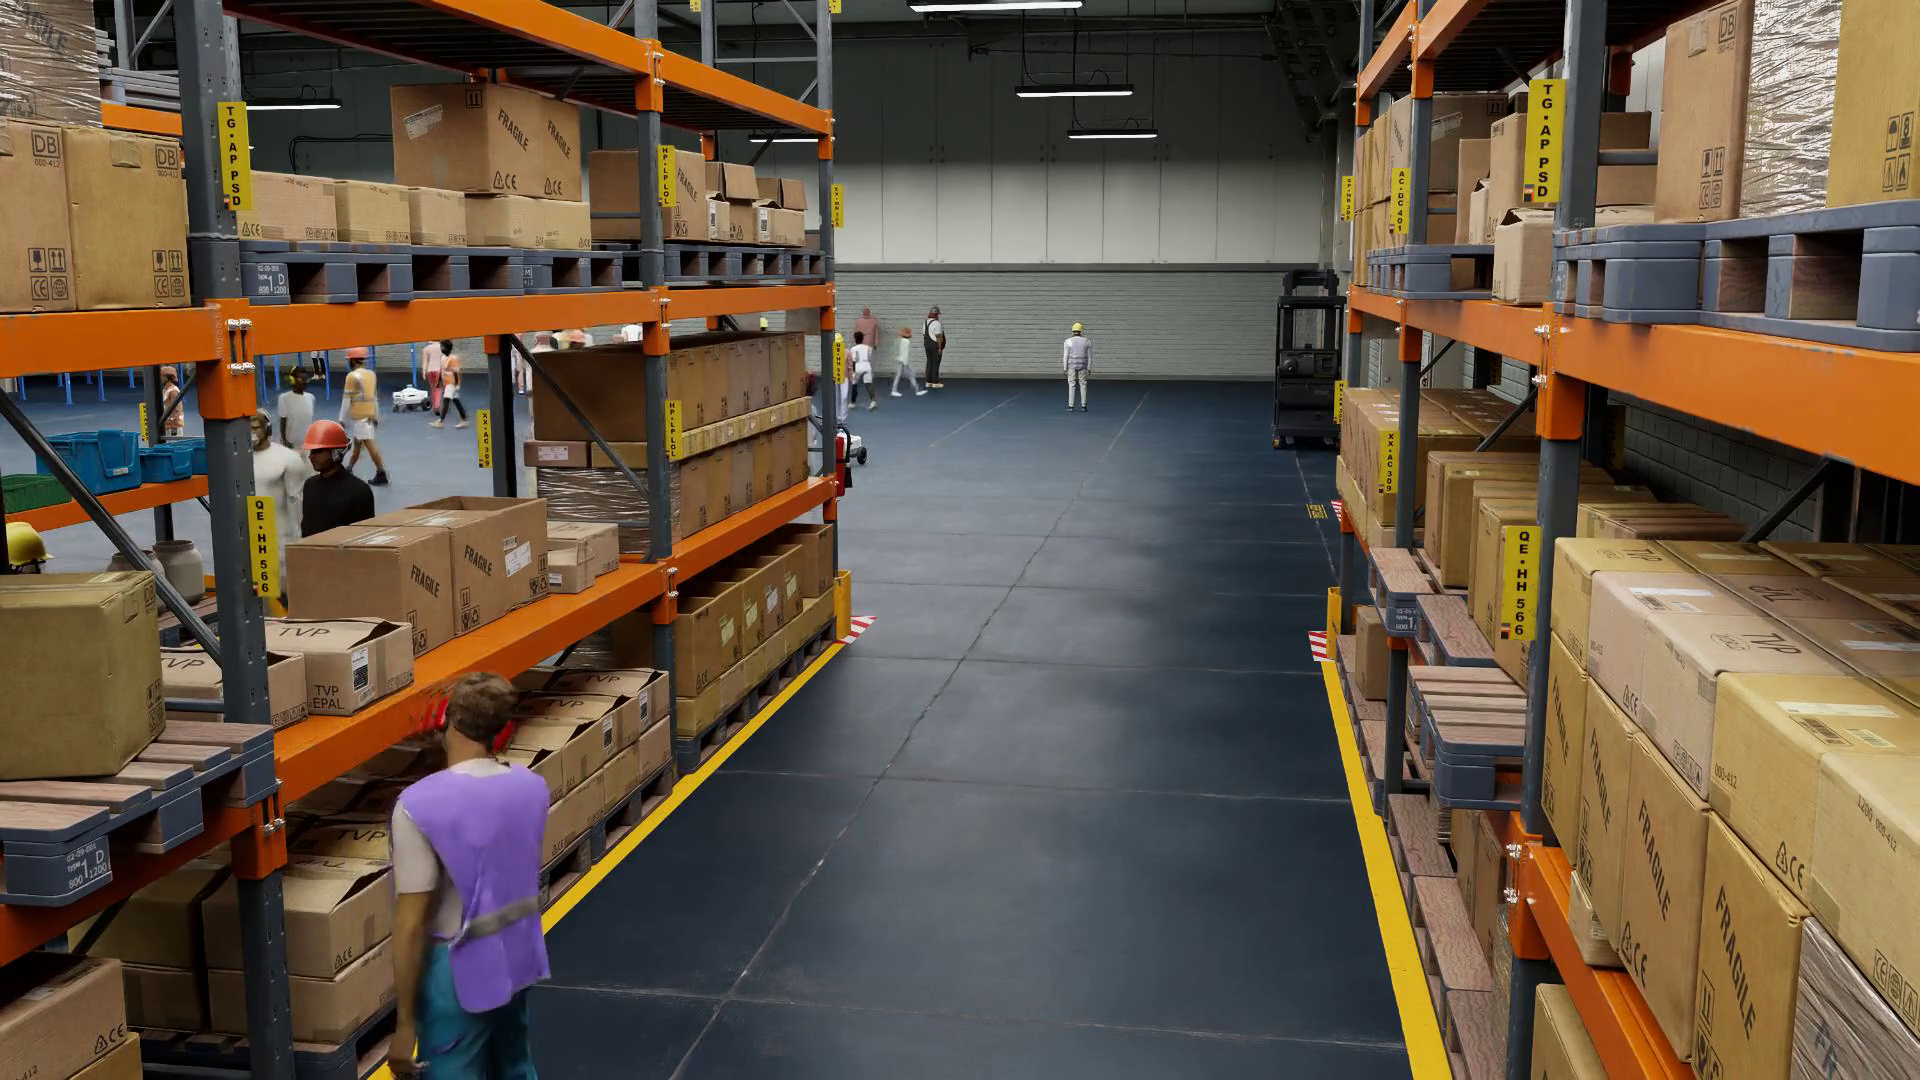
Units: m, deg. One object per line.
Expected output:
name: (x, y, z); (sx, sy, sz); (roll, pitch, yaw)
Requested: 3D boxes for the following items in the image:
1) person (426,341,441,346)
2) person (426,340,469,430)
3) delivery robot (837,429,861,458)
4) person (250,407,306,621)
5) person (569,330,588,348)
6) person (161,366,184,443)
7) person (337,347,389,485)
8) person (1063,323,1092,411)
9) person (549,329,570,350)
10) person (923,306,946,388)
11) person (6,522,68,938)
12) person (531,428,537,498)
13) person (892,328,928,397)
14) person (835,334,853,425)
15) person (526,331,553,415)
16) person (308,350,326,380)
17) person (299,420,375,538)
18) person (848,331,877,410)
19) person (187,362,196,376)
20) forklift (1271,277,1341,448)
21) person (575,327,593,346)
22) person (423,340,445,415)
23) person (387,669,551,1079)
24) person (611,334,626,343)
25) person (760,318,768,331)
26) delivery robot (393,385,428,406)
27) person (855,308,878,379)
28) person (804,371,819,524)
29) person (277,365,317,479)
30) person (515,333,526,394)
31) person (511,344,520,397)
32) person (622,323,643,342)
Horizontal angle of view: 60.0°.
person: (-13.645, -4.905, 43.421); (0.533, 1.594, 0.849); (-9, 13, -43)
person: (-9.460, -2.858, 30.630); (0.873, 1.654, 0.551); (-6, 11, -34)
delivery robot: (-1.765, -1.435, 25.081); (0.477, 0.478, 0.707); (3, 10, 19)
person: (-5.192, -0.040, 12.427); (0.632, 1.923, 0.530); (0, 9, 0)
person: (-6.061, -2.316, 26.297); (0.628, 1.989, 1.070); (-7, 12, -37)
person: (-10.624, -1.522, 22.429); (0.309, 1.645, 0.514); (-7, 12, -38)
person: (-8.276, -1.703, 22.771); (0.978, 1.884, 0.568); (2, 9, 13)
person: (2.447, -3.613, 34.749); (0.600, 1.827, 0.404); (-1, 9, -6)
person: (-8.681, -3.817, 35.972); (0.429, 1.841, 0.634); (3, 10, 18)
person: (-0.615, -4.845, 41.830); (0.535, 2.000, 0.686); (-6, 11, -32)
person: (-4.110, 0.831, 7.329); (0.598, 1.830, 0.403); (2, 9, 12)
person: (-4.399, -0.735, 17.755); (0.543, 1.584, 0.882); (5, 10, 28)
person: (-1.210, -4.138, 38.691); (0.857, 1.590, 0.500); (-4, 10, -21)
person: (-2.301, -3.015, 31.353); (0.540, 1.722, 0.854); (1, 9, 5)
person: (-7.105, -2.619, 28.435); (0.544, 1.887, 0.663); (6, 11, 32)
person: (-17.267, -5.146, 44.615); (0.316, 1.695, 0.542); (4, 10, 24)
person: (-3.941, 0.236, 10.505); (0.608, 1.995, 0.377); (5, 10, 28)
person: (-2.050, -3.566, 34.995); (0.521, 1.653, 0.881); (-6, 11, -33)
person: (-15.502, -3.524, 33.934); (0.654, 1.912, 0.666); (3, 10, 15)
forklift: (5.847, -3.016, 27.970); (1.129, 2.768, 1.873); (1, 9, 9)
person: (-8.231, -3.847, 36.231); (0.536, 1.812, 0.978); (-1, 9, -4)
person: (-10.662, -3.405, 33.828); (0.542, 1.720, 0.815); (0, 9, -2)
person: (-1.349, 1.289, 4.645); (0.388, 1.797, 0.673); (4, 10, 22)
person: (-5.600, -2.422, 27.272); (0.653, 1.874, 0.828); (-1, 9, -9)
person: (-4.216, -3.798, 35.653); (0.624, 1.904, 0.660); (-4, 10, -25)
delivery robot: (-11.469, -2.997, 34.711); (0.477, 0.478, 0.707); (5, 11, 28)
person: (-2.557, -5.360, 45.335); (0.654, 1.899, 0.396); (-3, 10, -16)
person: (-1.769, -0.885, 17.826); (0.726, 1.863, 0.586); (-7, 12, -37)
person: (-7.684, -1.104, 19.223); (0.805, 1.851, 0.503); (7, 11, 36)
person: (-10.579, -4.382, 39.257); (0.646, 1.907, 0.401); (-6, 11, -33)
person: (-9.338, -3.561, 34.183); (0.568, 1.903, 0.796); (-3, 10, -20)
person: (-7.909, -4.553, 40.387); (0.575, 1.883, 0.362); (0, 9, -2)
